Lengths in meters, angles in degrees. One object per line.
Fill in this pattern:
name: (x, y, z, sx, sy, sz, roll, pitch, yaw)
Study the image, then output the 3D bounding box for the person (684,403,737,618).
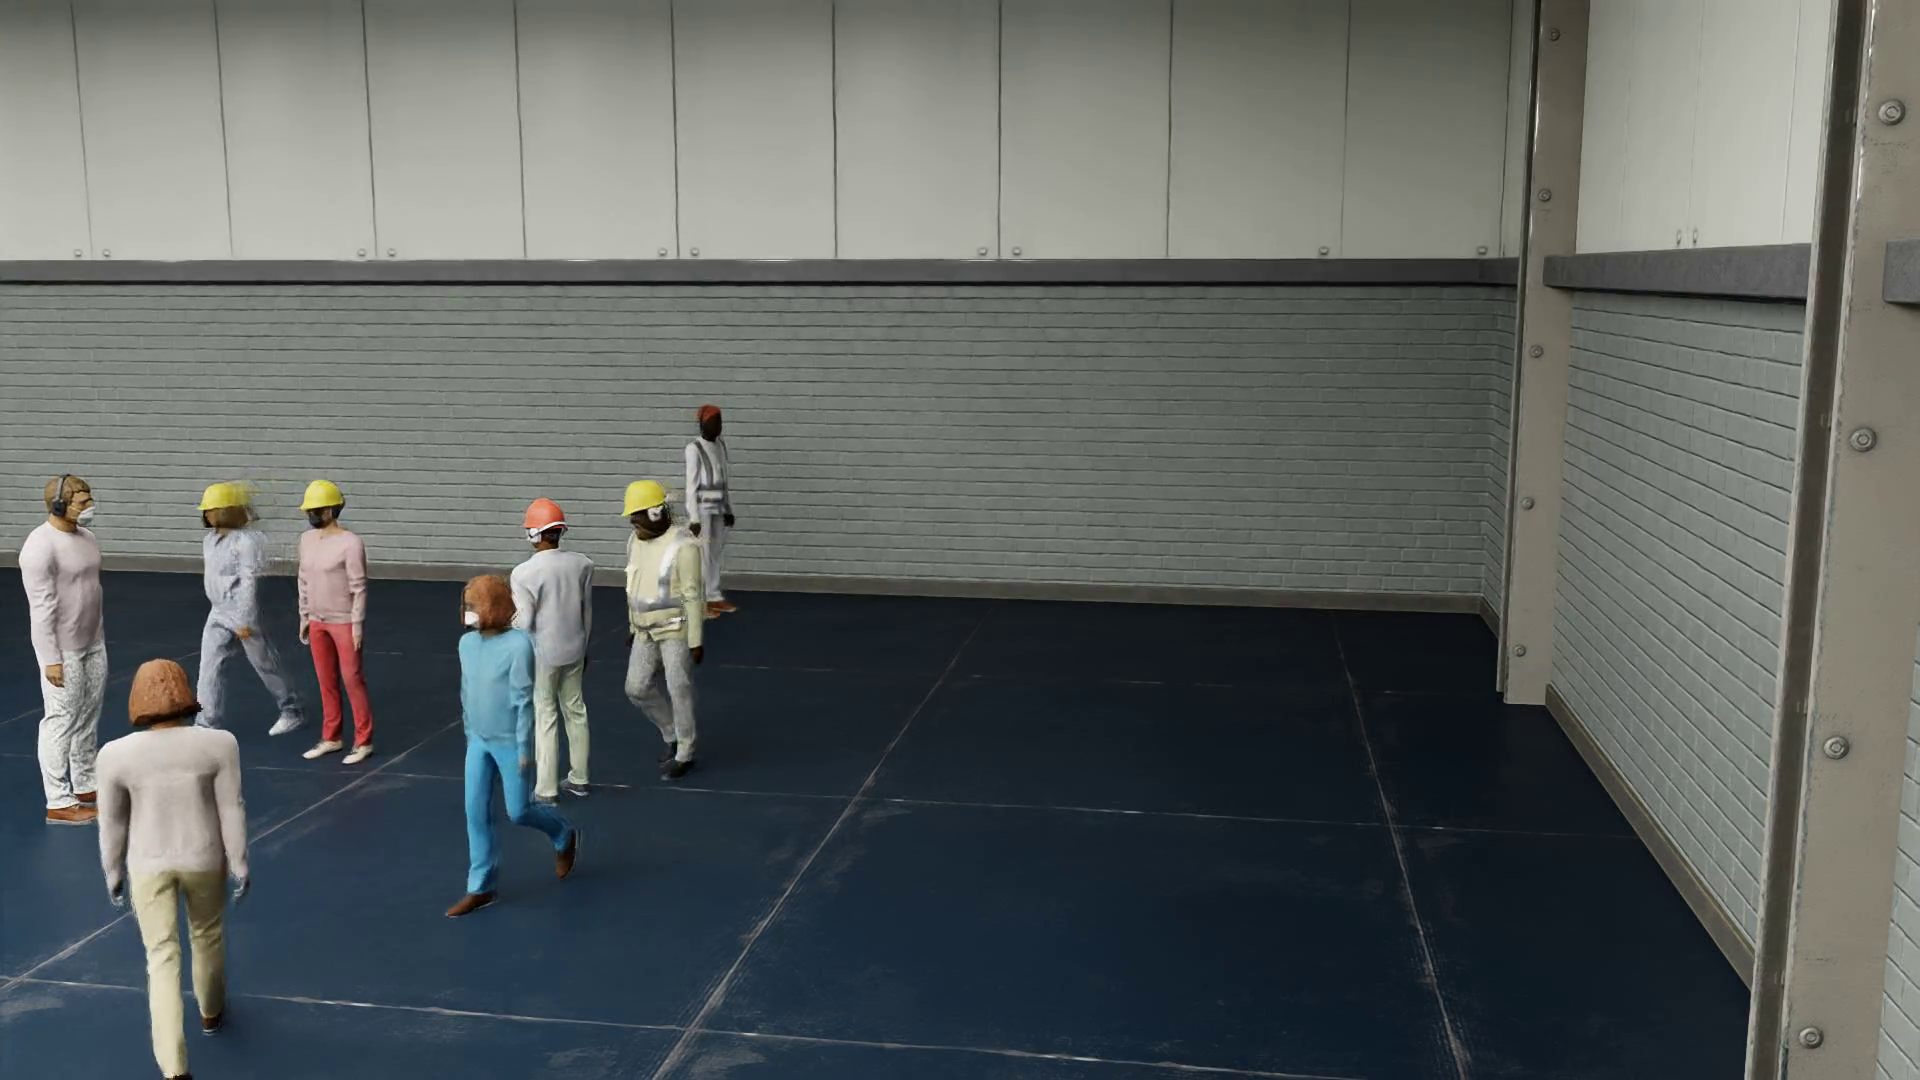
person: (-2.204, -0.261, 14.605, 0.357, 1.882, 0.596, 3, 10, 20)

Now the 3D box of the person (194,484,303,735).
person: (-4.618, 0.474, 10.625, 0.501, 1.698, 0.891, 5, 10, 28)

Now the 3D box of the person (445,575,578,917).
person: (-2.165, 0.951, 7.950, 0.515, 1.610, 0.665, 6, 11, 31)

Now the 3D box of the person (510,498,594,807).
person: (-2.331, 0.634, 9.466, 0.327, 1.752, 0.563, 6, 11, 34)

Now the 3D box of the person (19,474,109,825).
person: (-4.901, 0.595, 9.184, 0.366, 1.932, 0.628, 0, 9, 0)

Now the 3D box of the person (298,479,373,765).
person: (-3.873, 0.501, 10.259, 0.526, 1.767, 0.320, 4, 10, 25)

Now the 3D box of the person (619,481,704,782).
person: (-1.767, 0.541, 9.897, 0.673, 1.799, 0.436, 8, 12, 39)

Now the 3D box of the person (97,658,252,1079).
person: (-2.964, 1.237, 6.289, 0.511, 1.578, 0.859, -4, 10, -24)
